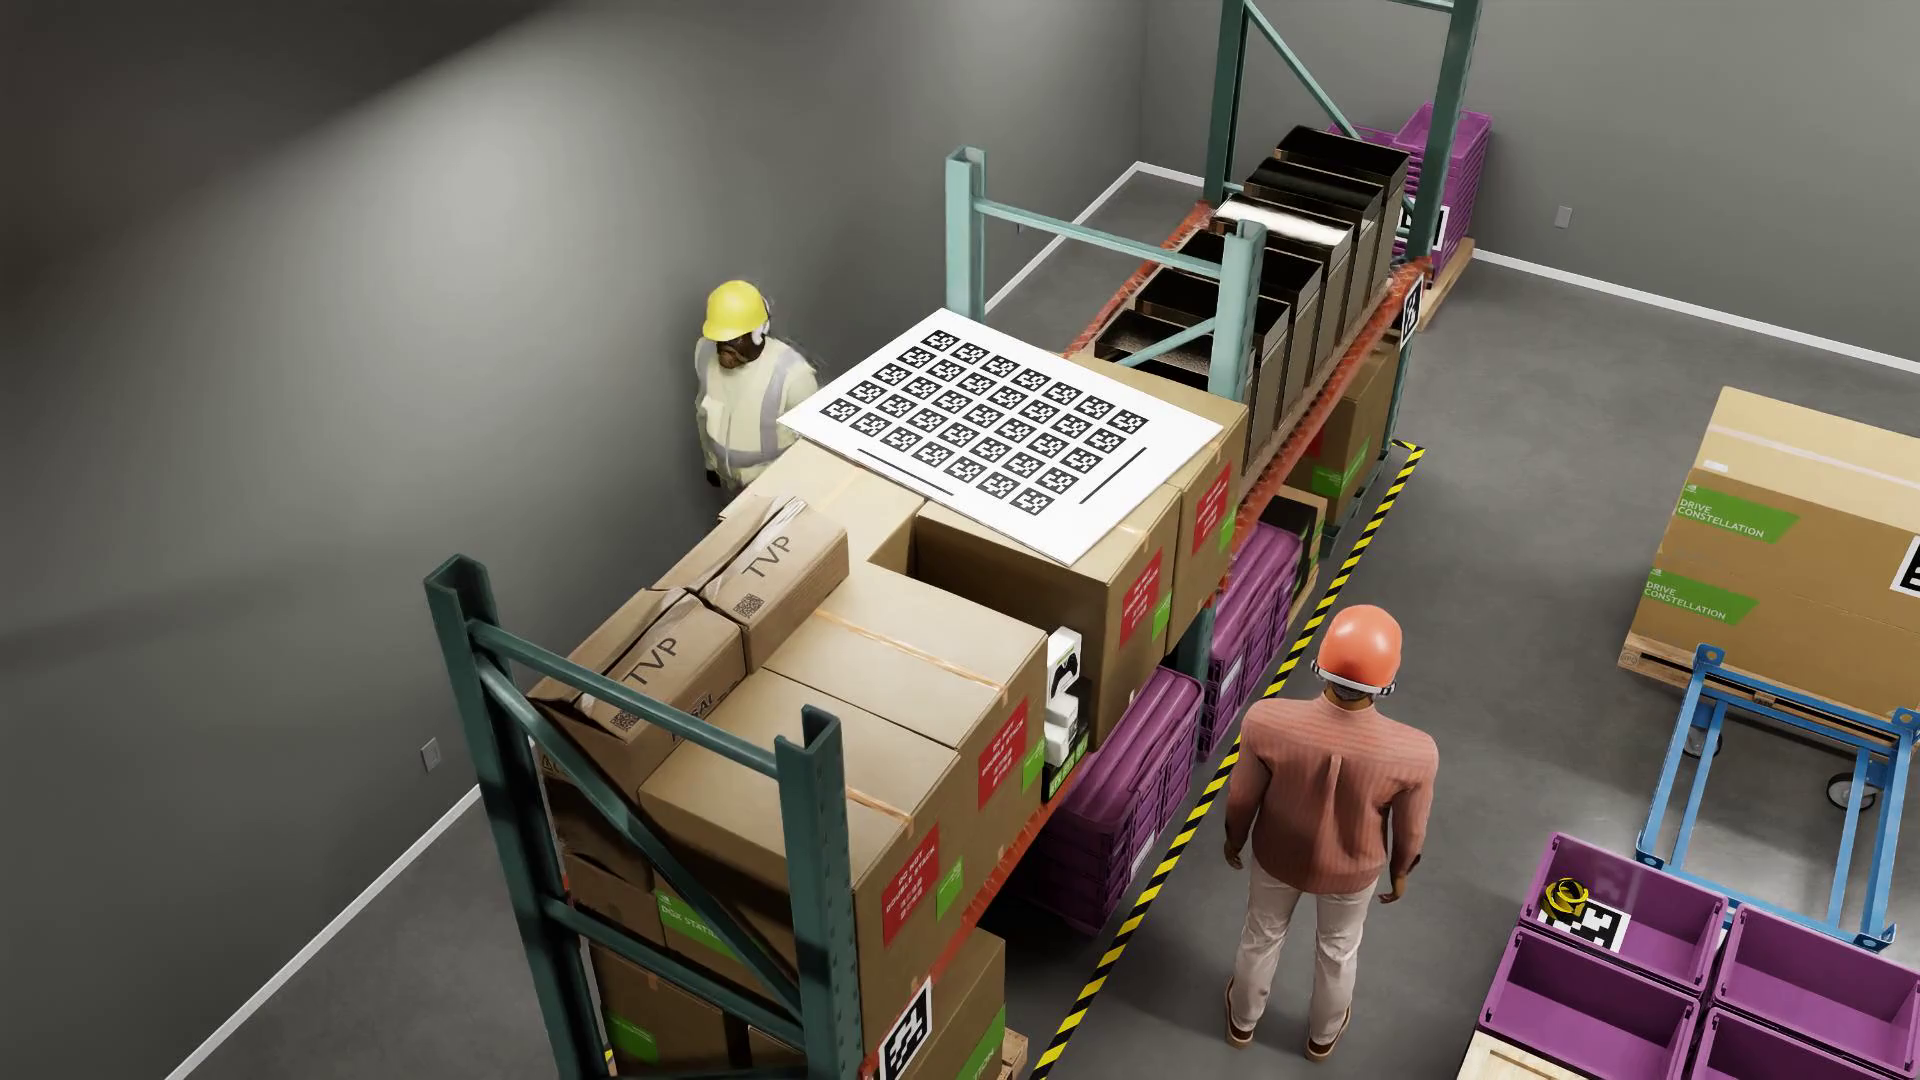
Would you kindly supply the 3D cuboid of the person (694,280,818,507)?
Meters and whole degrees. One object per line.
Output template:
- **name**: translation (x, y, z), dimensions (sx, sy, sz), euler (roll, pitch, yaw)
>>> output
- **person**: translation (-0.842, -0.329, 7.078), dimensions (0.614, 1.820, 0.466), euler (21, 45, 24)

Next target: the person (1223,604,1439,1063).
- **person**: translation (1.161, 0.986, 5.377), dimensions (0.622, 1.993, 0.371), euler (10, 41, 12)
